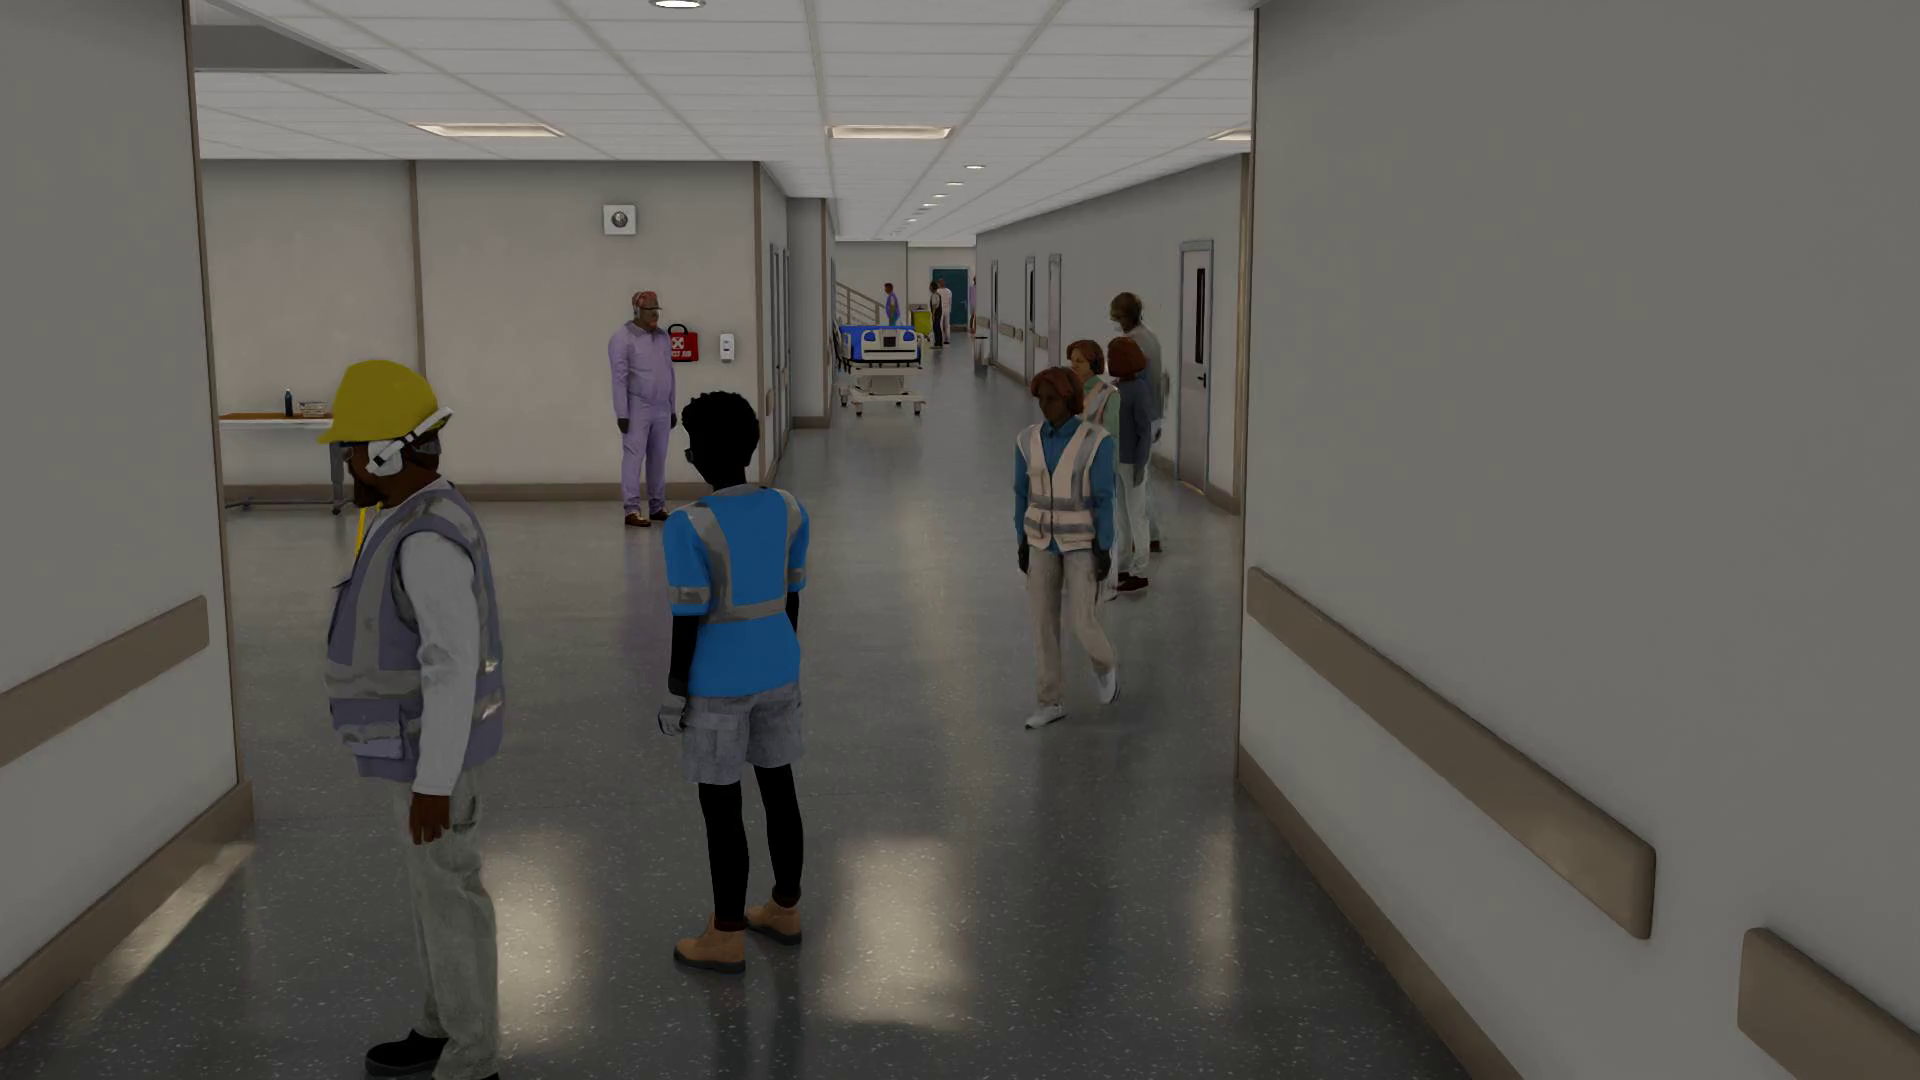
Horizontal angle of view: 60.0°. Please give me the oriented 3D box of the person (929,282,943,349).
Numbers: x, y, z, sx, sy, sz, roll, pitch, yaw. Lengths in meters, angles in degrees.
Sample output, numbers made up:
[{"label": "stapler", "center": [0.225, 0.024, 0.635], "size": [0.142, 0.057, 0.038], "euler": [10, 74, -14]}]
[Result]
[{"label": "person", "center": [-0.675, -6.180, 45.811], "size": [0.355, 1.837, 0.505], "euler": [2, 9, 13]}]

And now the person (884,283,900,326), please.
[{"label": "person", "center": [-1.740, -5.728, 43.006], "size": [0.407, 1.825, 0.572], "euler": [-1, 9, -4]}]

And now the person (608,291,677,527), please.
[{"label": "person", "center": [-2.532, -1.061, 13.478], "size": [0.401, 1.899, 0.632], "euler": [7, 11, 35]}]

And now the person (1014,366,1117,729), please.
[{"label": "person", "center": [0.493, 0.027, 7.483], "size": [0.519, 1.624, 0.457], "euler": [6, 11, 33]}]

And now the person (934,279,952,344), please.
[{"label": "person", "center": [-0.542, -6.684, 48.738], "size": [0.636, 1.911, 0.405], "euler": [-7, 11, -38]}]

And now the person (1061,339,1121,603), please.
[{"label": "person", "center": [0.795, -0.427, 10.337], "size": [0.318, 1.630, 0.514], "euler": [-9, 12, -43]}]

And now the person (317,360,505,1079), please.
[{"label": "person", "center": [-1.297, 0.486, 3.980], "size": [0.404, 1.825, 0.592], "euler": [-4, 10, -22]}]

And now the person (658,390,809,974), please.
[{"label": "person", "center": [-0.658, 0.412, 4.861], "size": [0.320, 1.693, 0.531], "euler": [7, 11, 38]}]

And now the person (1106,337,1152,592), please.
[{"label": "person", "center": [1.058, -0.485, 10.678], "size": [0.287, 1.631, 0.501], "euler": [-4, 10, -21]}]

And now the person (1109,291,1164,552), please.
[{"label": "person", "center": [1.271, -0.844, 12.079], "size": [0.438, 1.907, 0.692], "euler": [4, 10, 22]}]
